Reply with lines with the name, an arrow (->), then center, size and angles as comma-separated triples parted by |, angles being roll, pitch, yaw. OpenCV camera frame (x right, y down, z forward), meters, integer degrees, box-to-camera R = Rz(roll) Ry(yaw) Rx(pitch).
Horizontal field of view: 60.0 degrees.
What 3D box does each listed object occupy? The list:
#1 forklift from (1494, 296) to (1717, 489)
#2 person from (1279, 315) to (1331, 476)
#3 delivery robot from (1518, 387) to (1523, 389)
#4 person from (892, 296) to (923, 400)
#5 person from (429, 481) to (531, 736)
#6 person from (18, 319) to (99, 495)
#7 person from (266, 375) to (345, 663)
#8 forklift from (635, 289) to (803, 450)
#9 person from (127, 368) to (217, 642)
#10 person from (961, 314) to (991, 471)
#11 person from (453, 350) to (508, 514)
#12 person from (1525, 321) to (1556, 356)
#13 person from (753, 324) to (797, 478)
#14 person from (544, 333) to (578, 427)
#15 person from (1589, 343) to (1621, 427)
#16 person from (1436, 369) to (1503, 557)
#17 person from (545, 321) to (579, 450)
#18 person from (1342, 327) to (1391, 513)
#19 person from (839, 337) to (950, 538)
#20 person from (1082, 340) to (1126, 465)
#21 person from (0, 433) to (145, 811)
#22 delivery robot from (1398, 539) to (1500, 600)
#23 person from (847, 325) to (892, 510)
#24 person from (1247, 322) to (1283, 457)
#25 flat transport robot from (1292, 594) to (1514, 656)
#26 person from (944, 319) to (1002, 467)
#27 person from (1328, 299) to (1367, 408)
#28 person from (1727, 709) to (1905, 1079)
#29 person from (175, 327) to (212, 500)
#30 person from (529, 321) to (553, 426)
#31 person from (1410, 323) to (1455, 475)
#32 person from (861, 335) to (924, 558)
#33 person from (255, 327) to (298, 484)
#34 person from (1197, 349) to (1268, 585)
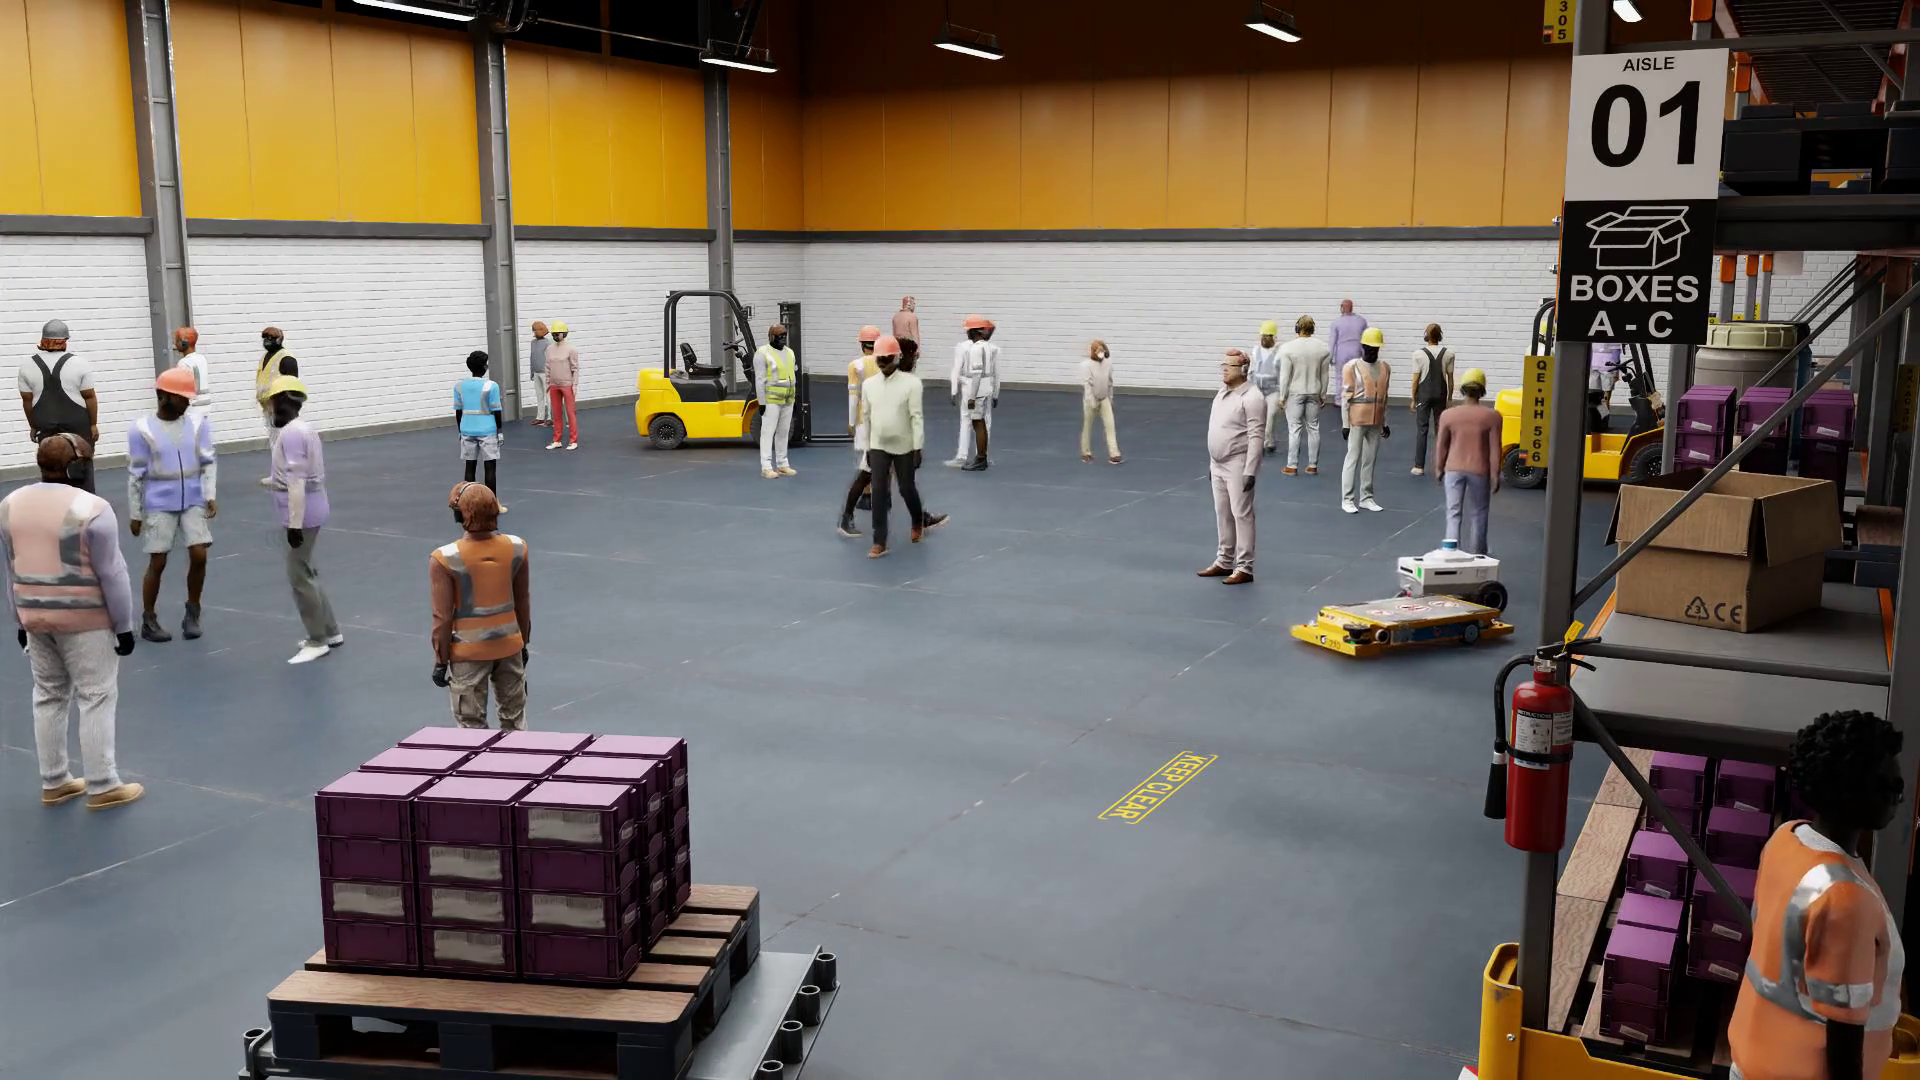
forklift -> 7.296, -1.677, 18.993 | 2.313, 2.155, 1.214 | 5, 11, 27
person -> 4.146, -1.740, 20.103 | 0.630, 1.940, 0.371 | -2, 10, -12
delivery robot -> 9.307, -2.348, 27.347 | 0.707, 0.478, 0.477 | -6, 12, -31
person -> -0.938, -3.475, 30.247 | 0.404, 1.903, 0.651 | -8, 13, -39
person -> -2.220, 0.541, 7.760 | 0.307, 1.641, 0.512 | 9, 13, 42
person -> -8.870, -1.165, 16.474 | 0.676, 2.000, 0.536 | -2, 10, -11
person -> -4.341, -0.134, 11.022 | 0.393, 1.886, 0.649 | -3, 10, -18
forklift -> -3.358, -2.392, 23.136 | 2.313, 2.155, 1.214 | -1, 10, -5
person -> -5.439, -0.240, 11.535 | 0.501, 1.897, 0.566 | 8, 13, 40
person -> 0.196, -1.824, 20.594 | 0.354, 1.936, 0.547 | 2, 10, 11
person -> -4.918, -1.094, 17.056 | 0.541, 1.696, 0.316 | 3, 10, 16
person -> 7.467, -1.903, 21.391 | 0.405, 1.824, 0.585 | -2, 10, -9
person -> -2.185, -1.668, 19.970 | 0.429, 1.839, 0.634 | 8, 12, 37
person -> -6.191, -2.571, 25.789 | 0.509, 1.632, 0.265 | 2, 10, 11
person -> 9.484, -2.542, 24.440 | 0.397, 2.043, 0.609 | -3, 10, -18
person -> 4.264, -0.568, 13.936 | 0.543, 1.713, 0.920 | 4, 11, 24
person -> -5.445, -2.107, 22.725 | 0.524, 1.769, 0.314 | 4, 11, 22
person -> 4.218, -1.237, 17.229 | 0.593, 1.922, 0.383 | -5, 11, -25
person -> -0.657, -0.970, 15.769 | 1.066, 1.884, 0.705 | 2, 10, 11
person -> 1.792, -1.729, 21.042 | 0.513, 1.583, 0.851 | -6, 11, -30
person -> -4.290, 0.399, 8.045 | 0.627, 1.834, 0.429 | 2, 10, 12
delivery robot -> 3.626, 0.239, 12.352 | 0.707, 0.478, 0.477 | -2, 9, -15
person -> -0.938, -1.283, 17.458 | 0.550, 1.935, 0.376 | -5, 11, -27
person -> 4.034, -1.982, 21.951 | 0.620, 1.777, 0.943 | 8, 13, 40
flat transport robot -> 3.077, 0.573, 11.529 | 1.431, 0.197, 0.652 | -5, 11, -27
person -> 0.151, -1.830, 20.940 | 0.753, 1.843, 0.369 | -1, 10, -7
person -> 6.694, -3.209, 28.728 | 0.700, 1.893, 0.583 | -1, 10, -3
person -> 1.910, 1.206, 3.741 | 0.322, 1.697, 0.534 | 2, 10, 13
person -> -8.360, -1.372, 18.130 | 0.355, 1.883, 0.575 | -1, 10, -5
person -> -6.508, -2.583, 25.859 | 0.497, 1.633, 0.279 | 8, 12, 37
person -> 5.703, -1.696, 20.118 | 0.508, 1.846, 0.345 | 1, 10, 3
person -> -0.574, -0.861, 14.913 | 0.611, 1.972, 0.840 | 3, 10, 17
person -> -7.888, -1.537, 19.204 | 0.635, 1.842, 0.429 | 8, 13, 40
person -> 2.216, -0.602, 13.588 | 0.409, 1.913, 0.649 | -4, 11, -23
